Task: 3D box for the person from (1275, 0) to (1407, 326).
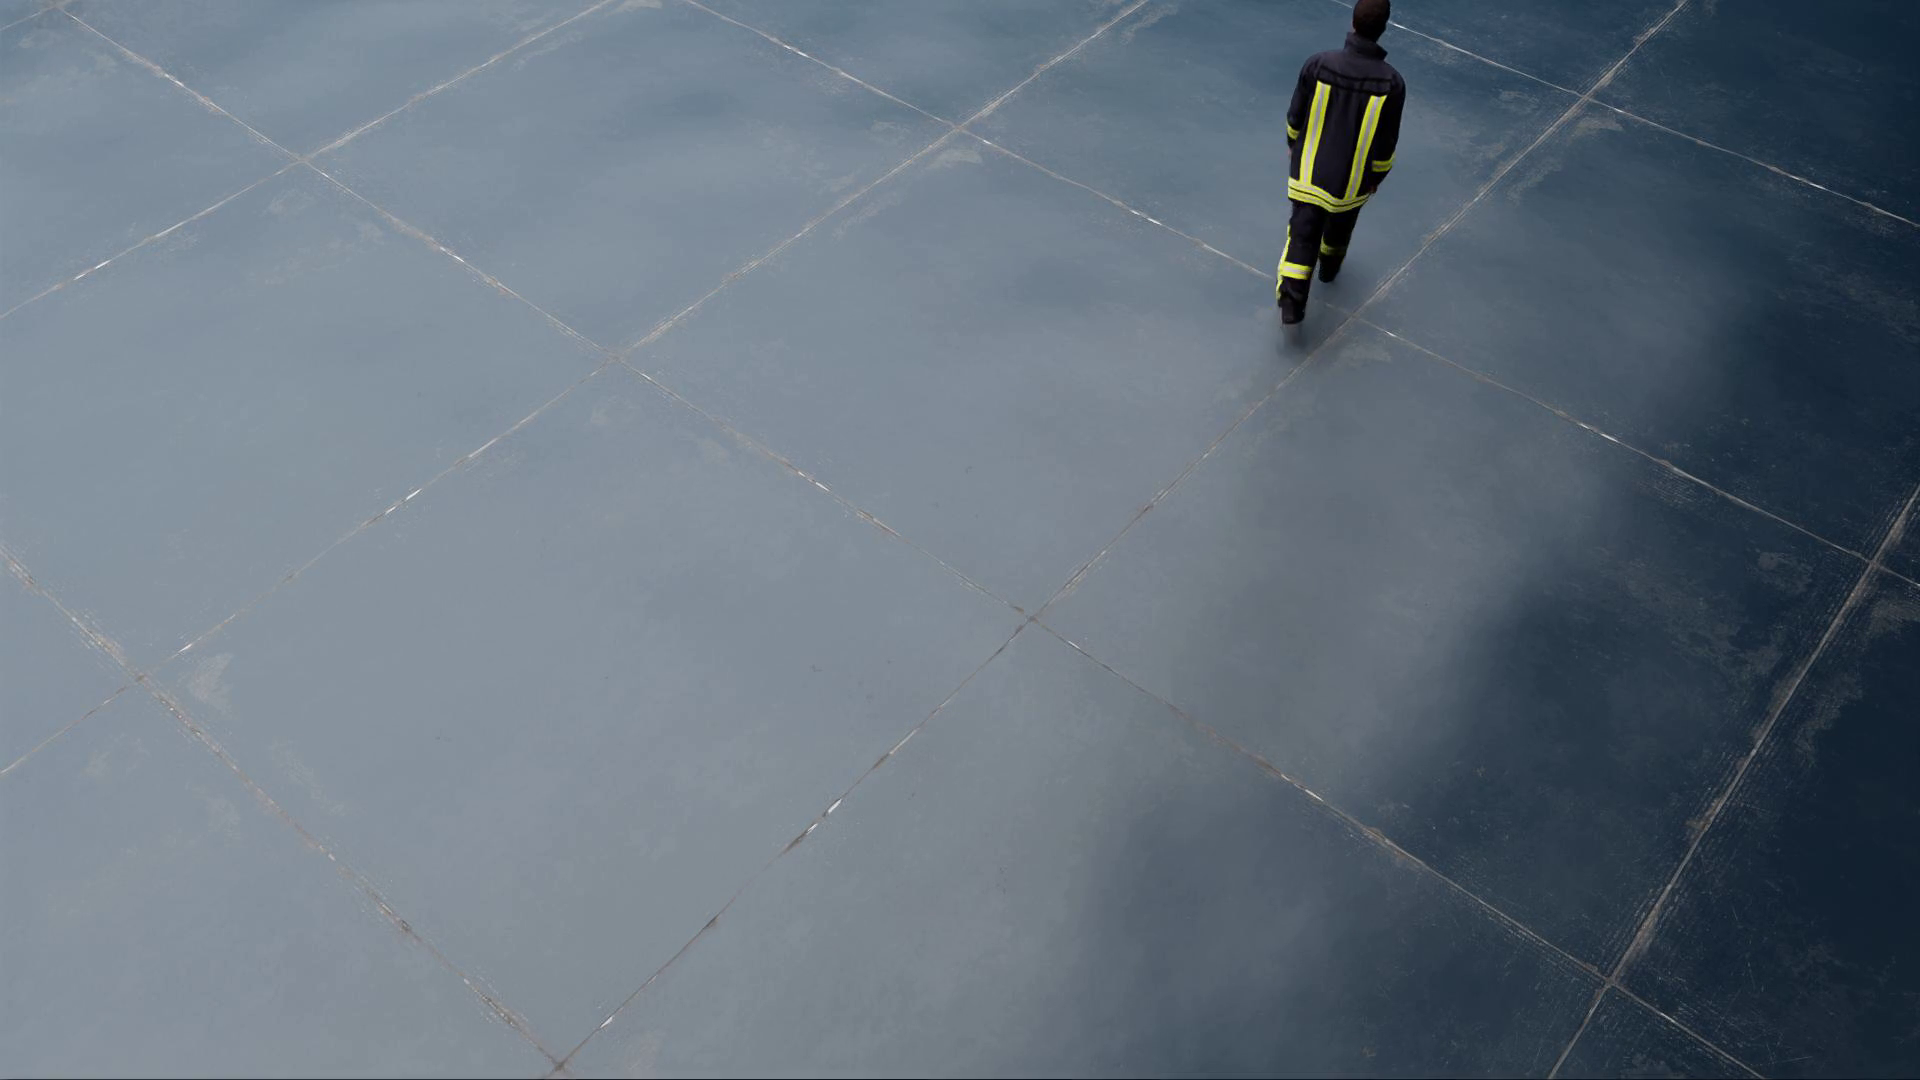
[{"bbox_3d":[2.009,-2.004,9.011,1.041,1.891,1.307,15,49,13],"label":"person"}]
